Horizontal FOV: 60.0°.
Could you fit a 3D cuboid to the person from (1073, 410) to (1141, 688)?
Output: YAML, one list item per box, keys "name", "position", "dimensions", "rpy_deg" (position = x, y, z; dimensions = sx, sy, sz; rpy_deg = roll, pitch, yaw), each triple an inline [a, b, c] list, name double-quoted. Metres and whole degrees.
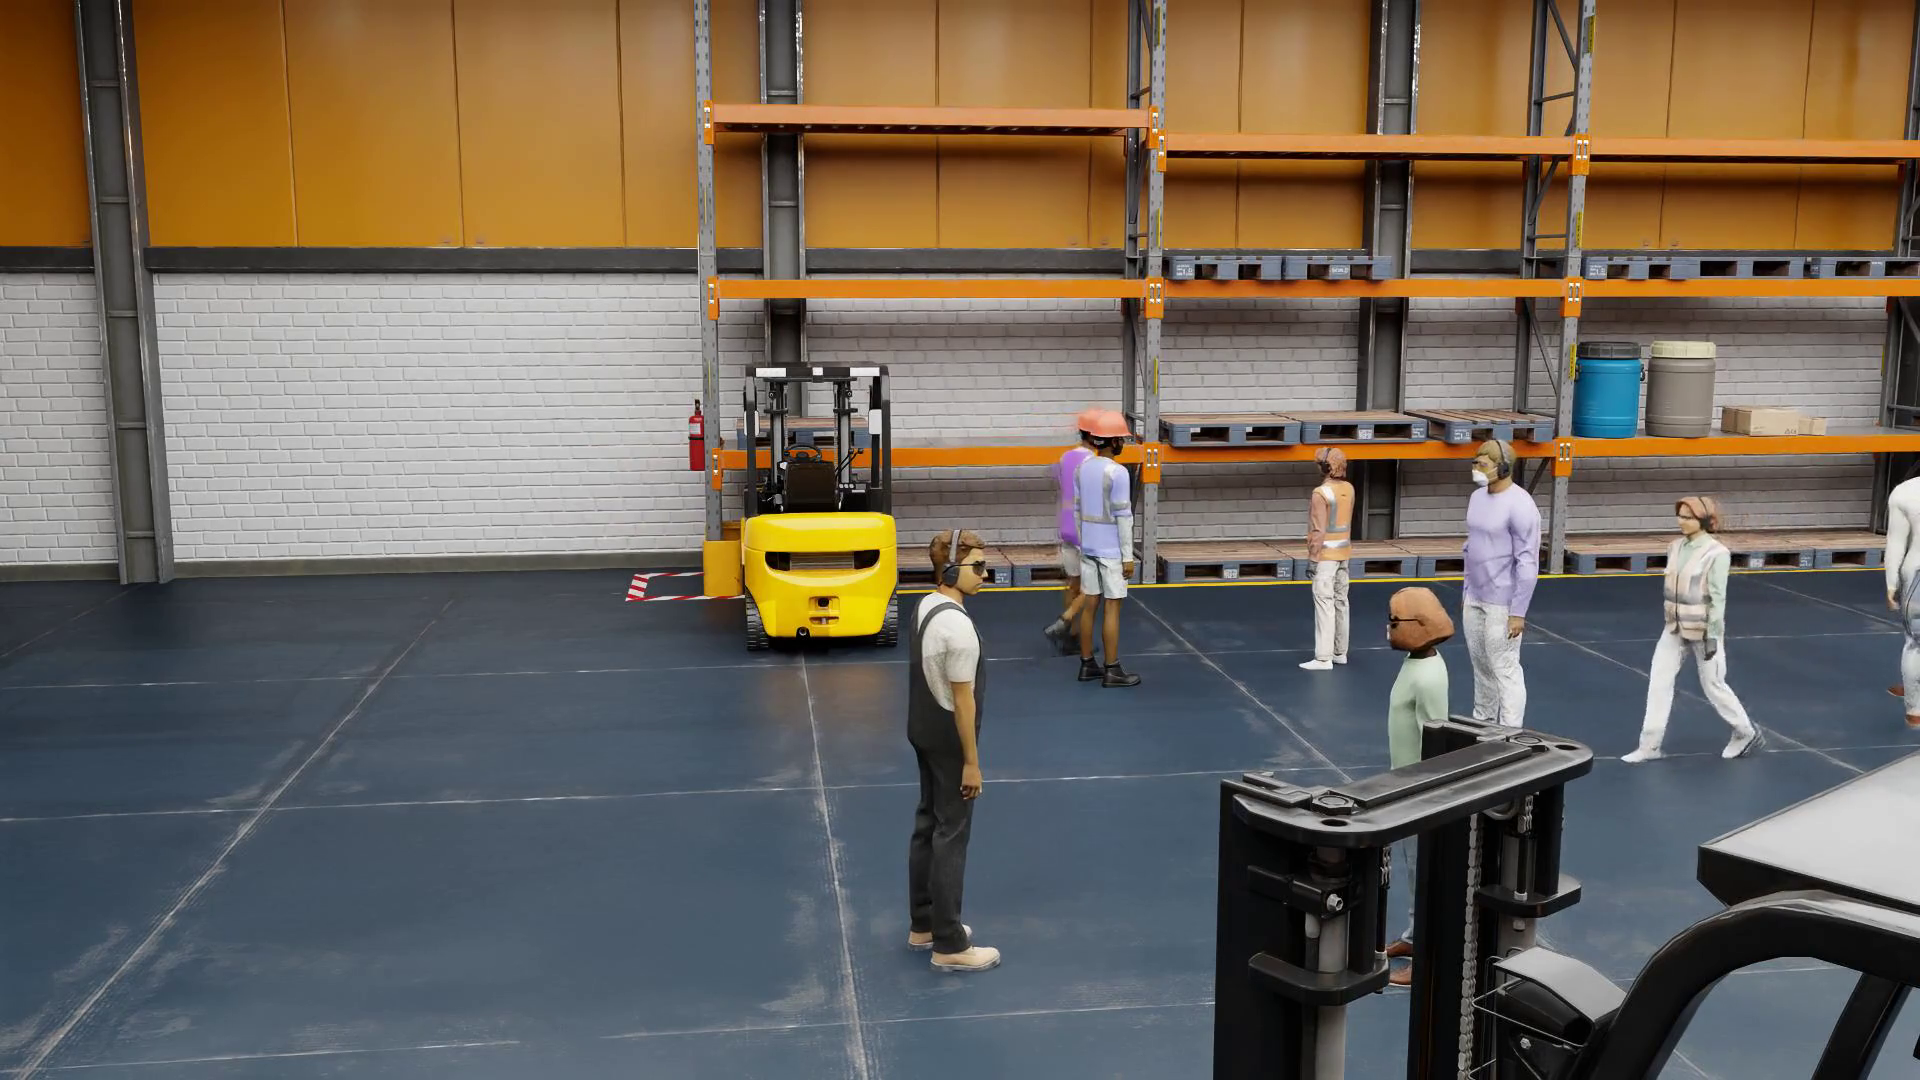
- name: "person"
  position: [1.029, 0.062, 11.651]
  dimensions: [0.360, 1.939, 0.543]
  rpy_deg: [-7, 11, -36]

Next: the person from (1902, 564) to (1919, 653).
- name: "person"
  position: [5.275, 0.560, 8.905]
  dimensions: [0.403, 1.823, 0.588]
  rpy_deg: [2, 9, 13]

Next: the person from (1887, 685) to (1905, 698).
- name: "person"
  position: [6.646, 0.345, 10.965]
  dimensions: [0.500, 1.593, 0.855]
  rpy_deg: [-3, 10, -17]

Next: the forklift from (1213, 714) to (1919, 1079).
- name: "forklift"
  position: [1.441, 1.425, 2.350]
  dimensions: [1.214, 2.155, 2.313]
  rpy_deg: [-7, 12, -39]

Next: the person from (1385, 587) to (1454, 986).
- name: "person"
  position: [1.849, 0.996, 6.773]
  dimensions: [0.273, 1.631, 0.507]
  rpy_deg: [1, 9, 9]

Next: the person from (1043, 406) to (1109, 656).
- name: "person"
  position: [0.872, -0.042, 12.367]
  dimensions: [0.525, 1.916, 0.583]
  rpy_deg: [-6, 11, -31]

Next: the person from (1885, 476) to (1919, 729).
- name: "person"
  position: [6.093, 0.282, 10.341]
  dimensions: [0.639, 1.921, 0.607]
  rpy_deg: [6, 11, 31]

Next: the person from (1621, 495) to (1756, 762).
- name: "person"
  position: [4.366, 0.531, 9.782]
  dimensions: [0.807, 1.610, 0.523]
  rpy_deg: [-3, 9, -16]

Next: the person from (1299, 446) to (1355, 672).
- name: "person"
  position: [2.687, 0.137, 12.113]
  dimensions: [0.306, 1.639, 0.524]
  rpy_deg: [8, 12, 40]

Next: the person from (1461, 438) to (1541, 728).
- name: "person"
  position: [3.141, 0.364, 9.772]
  dimensions: [0.354, 1.936, 0.635]
  rpy_deg: [-2, 9, -13]

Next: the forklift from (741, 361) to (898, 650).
- name: "forklift"
  position: [-1.154, -0.340, 13.365]
  dimensions: [1.214, 2.155, 2.313]
  rpy_deg: [-1, 9, -7]

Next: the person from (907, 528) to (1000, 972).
- name: "person"
  position: [-0.047, 0.865, 6.936]
  dimensions: [0.326, 1.841, 0.516]
  rpy_deg: [-4, 10, -22]
